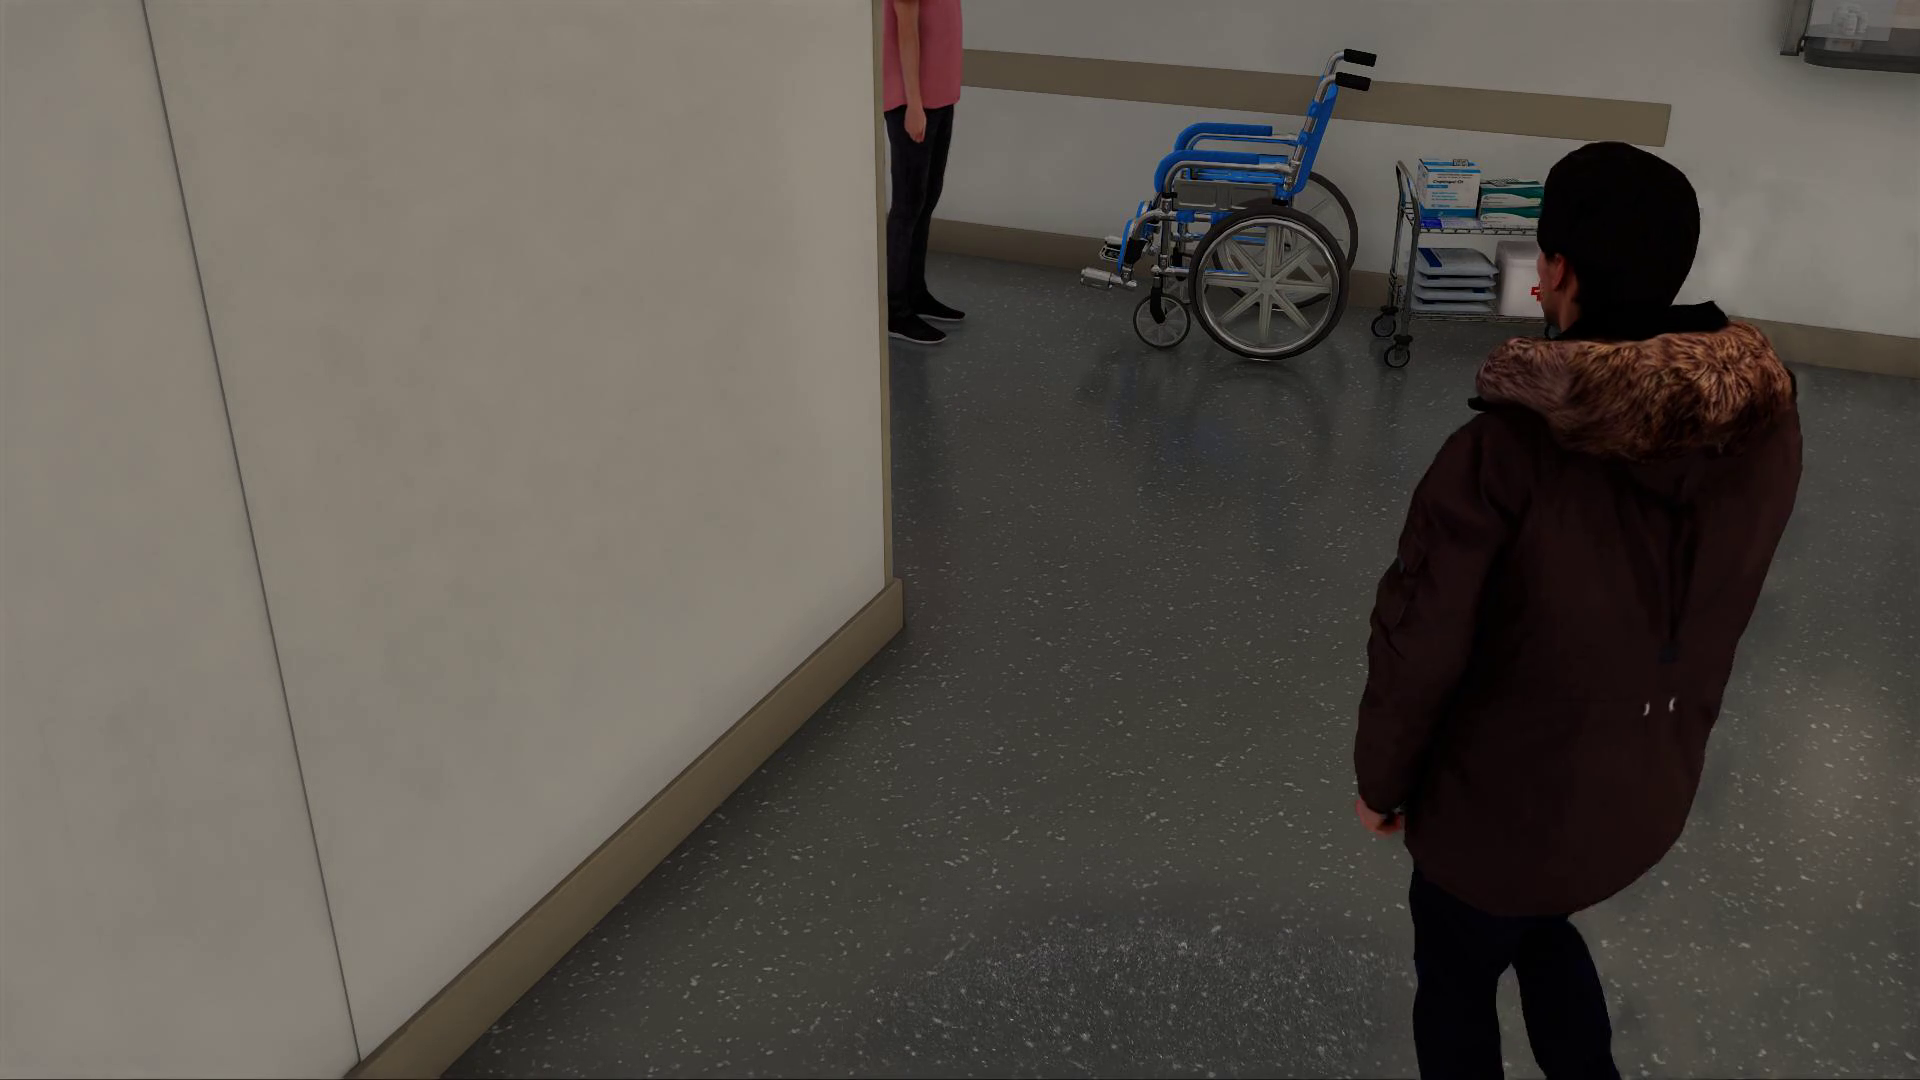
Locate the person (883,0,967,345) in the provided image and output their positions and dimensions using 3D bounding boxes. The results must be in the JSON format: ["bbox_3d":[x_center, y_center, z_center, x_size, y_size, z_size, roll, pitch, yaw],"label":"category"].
[{"bbox_3d":[-0.169,-1.810,6.803,0.728,1.959,0.527,7,27,14],"label":"person"}]

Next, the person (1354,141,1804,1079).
[{"bbox_3d":[0.909,0.384,2.403,0.926,1.828,0.985,-9,27,-18],"label":"person"}]
